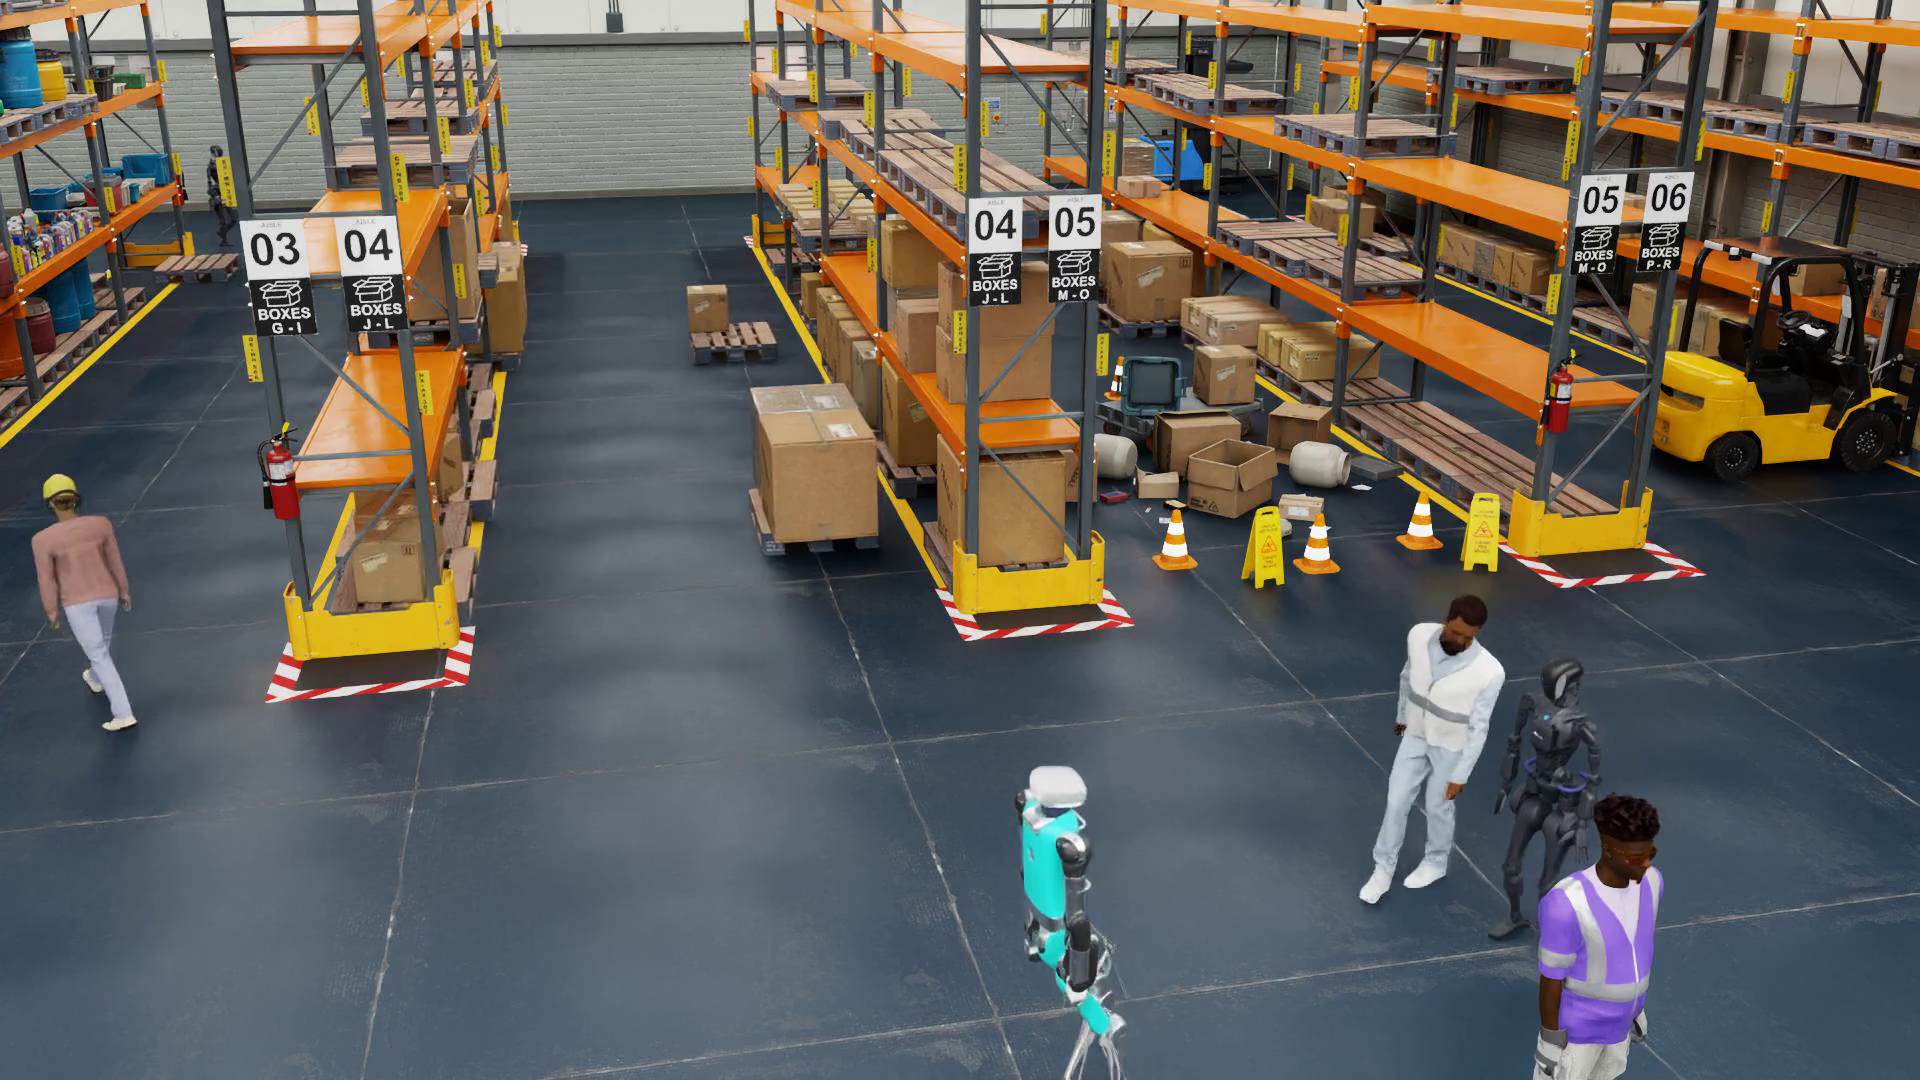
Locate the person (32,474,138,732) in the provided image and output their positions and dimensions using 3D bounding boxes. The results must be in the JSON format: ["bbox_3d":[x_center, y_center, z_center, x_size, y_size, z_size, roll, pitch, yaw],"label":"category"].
[{"bbox_3d":[-5.840,0.396,11.128,1.066,1.661,0.532,16,25,36],"label":"person"}]

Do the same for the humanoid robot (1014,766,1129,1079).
[{"bbox_3d":[0.625,1.816,7.340,0.764,1.891,0.546,-9,22,-22],"label":"humanoid robot"}]

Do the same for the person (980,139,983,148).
[{"bbox_3d":[0.294,-7.019,31.056,0.320,1.692,0.532,-1,20,-3],"label":"person"}]

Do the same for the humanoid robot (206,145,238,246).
[{"bbox_3d":[-12.266,-5.706,27.541,0.374,1.642,0.616,4,21,11],"label":"humanoid robot"}]

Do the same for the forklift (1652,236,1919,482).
[{"bbox_3d":[8.013,-1.814,16.330,2.313,2.155,1.214,-4,21,-12],"label":"forklift"}]

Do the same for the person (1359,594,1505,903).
[{"bbox_3d":[2.521,1.118,8.904,0.747,1.860,0.687,-19,27,-41],"label":"person"}]

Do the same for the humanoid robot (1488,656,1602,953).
[{"bbox_3d":[3.011,1.357,8.541,0.351,1.655,0.611,-12,23,-29],"label":"humanoid robot"}]

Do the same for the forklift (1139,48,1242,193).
[{"bbox_3d":[4.566,-8.313,32.860,1.873,2.768,1.129,-4,21,-12],"label":"forklift"}]

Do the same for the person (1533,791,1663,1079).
[{"bbox_3d":[2.534,1.900,6.652,0.605,1.967,0.368,-11,23,-28],"label":"person"}]
